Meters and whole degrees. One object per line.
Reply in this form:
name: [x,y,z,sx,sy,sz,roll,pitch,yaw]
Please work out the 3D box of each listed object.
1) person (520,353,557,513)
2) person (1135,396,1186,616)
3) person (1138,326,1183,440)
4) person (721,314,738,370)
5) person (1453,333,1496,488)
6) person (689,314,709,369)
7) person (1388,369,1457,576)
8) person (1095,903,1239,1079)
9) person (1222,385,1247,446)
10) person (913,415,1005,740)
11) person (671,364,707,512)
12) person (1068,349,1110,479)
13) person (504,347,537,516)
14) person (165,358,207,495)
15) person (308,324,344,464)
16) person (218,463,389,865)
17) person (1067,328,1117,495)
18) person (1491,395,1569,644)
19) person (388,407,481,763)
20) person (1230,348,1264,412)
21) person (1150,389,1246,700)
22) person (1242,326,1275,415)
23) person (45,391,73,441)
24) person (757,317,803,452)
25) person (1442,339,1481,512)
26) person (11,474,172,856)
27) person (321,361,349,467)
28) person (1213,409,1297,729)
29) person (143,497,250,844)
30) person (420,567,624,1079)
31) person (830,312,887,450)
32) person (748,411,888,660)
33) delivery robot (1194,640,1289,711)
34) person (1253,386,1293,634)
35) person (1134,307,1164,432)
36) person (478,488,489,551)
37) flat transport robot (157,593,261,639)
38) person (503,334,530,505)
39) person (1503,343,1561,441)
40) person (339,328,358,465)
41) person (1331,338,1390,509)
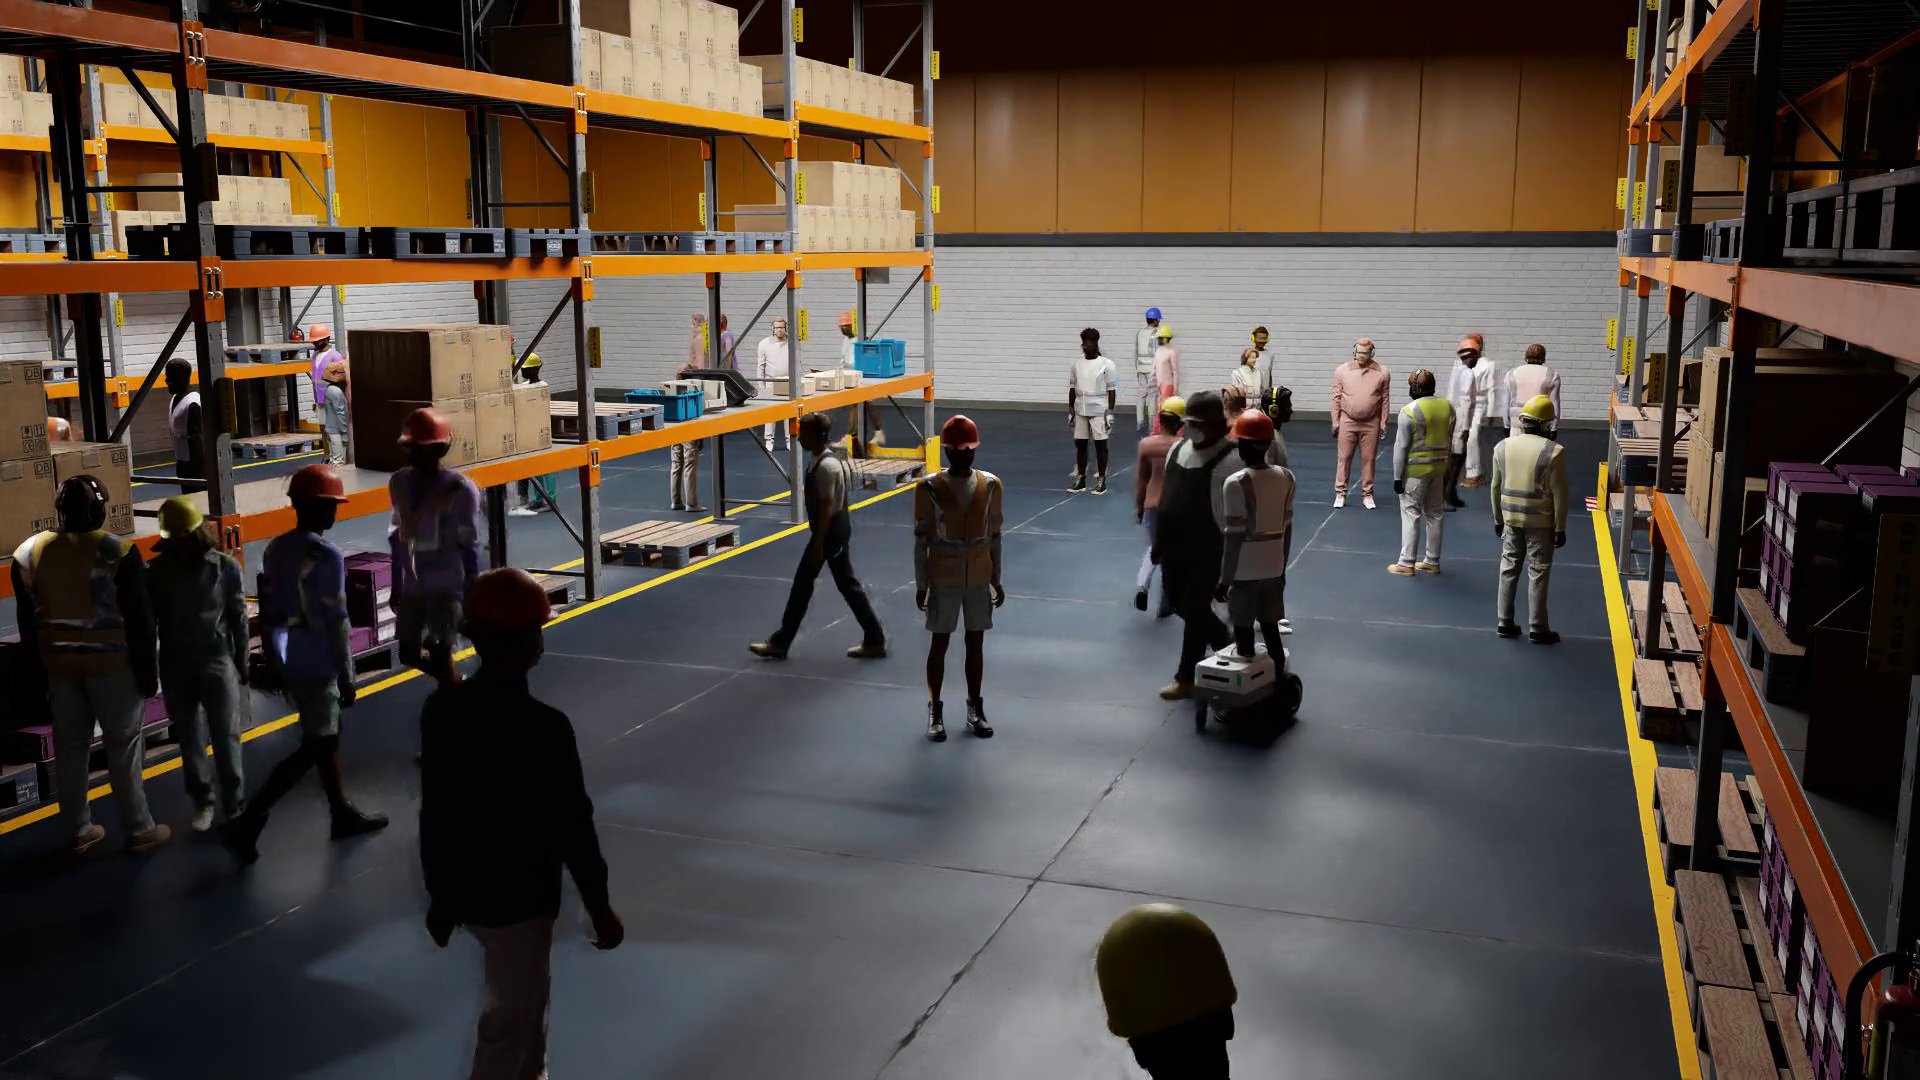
person: [-4.666,-1.179,18.261,0.340,1.760,0.526,-10,14,-44]
person: [1.635,-0.255,13.075,0.520,1.753,0.392,6,12,32]
person: [2.982,-2.277,24.519,0.909,1.724,0.522,-5,11,-24]
person: [-3.723,-2.662,26.384,0.389,1.837,0.563,-4,11,-20]
person: [6.142,-1.558,20.067,0.565,1.863,0.572,-7,12,-35]
person: [-4.072,-2.537,25.620,0.845,1.865,0.634,3,10,14]
person: [4.079,-0.590,14.742,0.624,1.837,0.429,-5,11,-27]
person: [0.338,1.528,2.631,0.586,1.894,0.528,5,11,27]
person: [2.545,-0.631,15.512,0.515,1.636,0.314,8,13,40]
person: [0.005,0.224,9.847,0.553,1.935,0.363,-3,10,-15]
person: [-3.001,-1.118,18.264,0.511,1.634,0.311,8,13,38]
person: [1.626,-1.576,20.701,0.550,1.666,0.657,8,13,39]
person: [-4.924,-1.175,17.996,0.428,1.866,0.641,-6,12,-32]
person: [-7.002,-0.705,15.179,0.392,1.911,0.582,-8,13,-37]
person: [-8.074,-1.783,21.178,0.542,1.929,0.369,6,12,31]
person: [-3.179,0.595,7.915,0.598,1.902,0.838,8,13,39]
person: [1.535,-1.513,19.552,0.614,1.962,0.362,7,12,33]
person: [4.215,-0.153,12.269,0.404,1.830,0.602,-8,13,-39]
person: [-2.974,0.238,9.530,0.626,2.023,0.585,5,11,25]
person: [3.614,-1.600,20.951,0.513,1.644,0.309,-5,11,-28]
person: [1.603,-0.014,10.897,0.829,2.000,0.685,-7,13,-36]
person: [3.924,-1.881,21.911,0.523,1.865,0.317,-4,11,-22]
person: [-8.196,-0.539,14.833,0.552,1.682,0.436,-10,14,-44]
person: [-2.536,-2.192,23.542,0.651,1.906,0.402,-3,10,-14]
person: [5.515,-1.270,18.428,0.497,1.886,0.638,1,10,6]
person: [-4.152,0.603,7.986,0.629,1.842,0.429,0,10,2]
person: [-6.944,-1.176,18.589,0.279,1.634,0.498,-7,12,-33]
person: [1.773,0.177,10.112,0.542,1.939,0.364,-7,12,-33]
person: [-3.749,0.637,8.150,0.481,1.712,0.657,-3,10,-15]
person: [-1.296,1.052,5.064,0.609,1.968,0.811,8,13,38]
person: [-1.461,-2.300,23.978,1.008,1.982,0.627,-7,12,-33]
person: [-0.963,-0.016,11.652,0.998,1.784,0.523,-3,10,-14]
delivery robot: [1.732,0.806,10.202,0.477,0.478,0.707,7,13,36]
person: [2.374,-0.230,12.597,0.328,1.872,0.510,1,10,8]
person: [2.998,-2.673,26.132,0.405,1.945,0.615,-7,12,-35]
person: [-4.658,-0.782,15.646,0.636,1.905,0.991,3,11,19]
flat transport robot: [-5.461,0.635,12.227,0.652,0.197,1.431,3,11,19]
person: [-5.106,-1.382,18.733,0.626,1.991,0.380,6,12,30]
person: [6.388,-1.277,18.606,0.630,1.835,0.429,7,12,34]
person: [-6.716,-1.377,18.705,0.612,1.994,0.394,-4,11,-22]
person: [4.443,-1.288,18.474,0.639,1.902,0.406,2,10,9]
